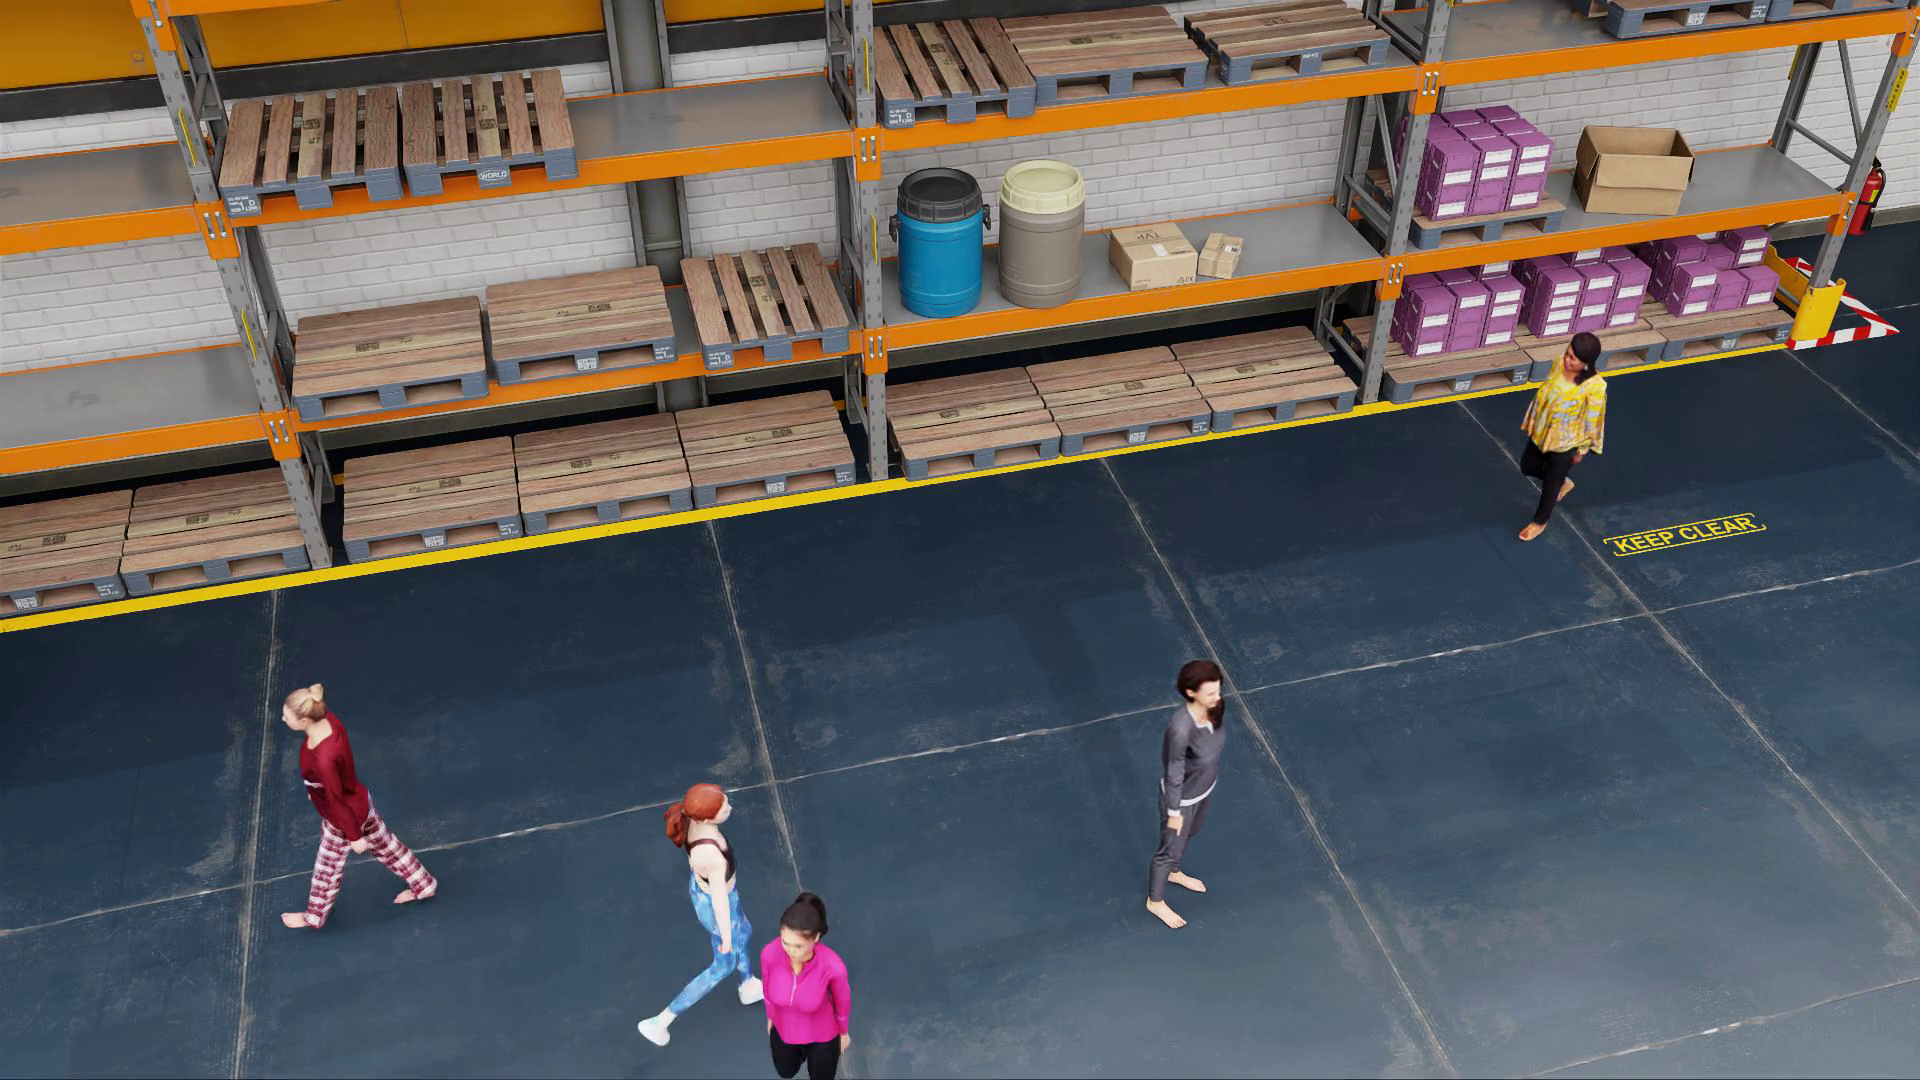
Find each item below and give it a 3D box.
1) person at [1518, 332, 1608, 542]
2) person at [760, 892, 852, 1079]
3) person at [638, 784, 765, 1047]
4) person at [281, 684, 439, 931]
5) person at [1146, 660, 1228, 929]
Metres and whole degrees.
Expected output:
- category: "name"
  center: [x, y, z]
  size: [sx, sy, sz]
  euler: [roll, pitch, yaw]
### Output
- category: "person"
  center: [4.199, -0.728, 11.473]
  size: [0.896, 1.641, 0.791]
  euler: [-18, 42, -21]
- category: "person"
  center: [-0.686, 2.201, 7.782]
  size: [0.908, 1.681, 0.895]
  euler: [10, 40, 12]
- category: "person"
  center: [-1.265, 1.858, 8.146]
  size: [1.120, 1.763, 0.745]
  euler: [-21, 43, -24]
- category: "person"
  center: [-3.163, 1.407, 8.784]
  size: [1.019, 1.660, 0.625]
  euler: [-10, 40, -12]
- category: "person"
  center: [1.200, 1.312, 8.817]
  size: [0.736, 1.768, 0.676]
  euler: [20, 43, 23]
